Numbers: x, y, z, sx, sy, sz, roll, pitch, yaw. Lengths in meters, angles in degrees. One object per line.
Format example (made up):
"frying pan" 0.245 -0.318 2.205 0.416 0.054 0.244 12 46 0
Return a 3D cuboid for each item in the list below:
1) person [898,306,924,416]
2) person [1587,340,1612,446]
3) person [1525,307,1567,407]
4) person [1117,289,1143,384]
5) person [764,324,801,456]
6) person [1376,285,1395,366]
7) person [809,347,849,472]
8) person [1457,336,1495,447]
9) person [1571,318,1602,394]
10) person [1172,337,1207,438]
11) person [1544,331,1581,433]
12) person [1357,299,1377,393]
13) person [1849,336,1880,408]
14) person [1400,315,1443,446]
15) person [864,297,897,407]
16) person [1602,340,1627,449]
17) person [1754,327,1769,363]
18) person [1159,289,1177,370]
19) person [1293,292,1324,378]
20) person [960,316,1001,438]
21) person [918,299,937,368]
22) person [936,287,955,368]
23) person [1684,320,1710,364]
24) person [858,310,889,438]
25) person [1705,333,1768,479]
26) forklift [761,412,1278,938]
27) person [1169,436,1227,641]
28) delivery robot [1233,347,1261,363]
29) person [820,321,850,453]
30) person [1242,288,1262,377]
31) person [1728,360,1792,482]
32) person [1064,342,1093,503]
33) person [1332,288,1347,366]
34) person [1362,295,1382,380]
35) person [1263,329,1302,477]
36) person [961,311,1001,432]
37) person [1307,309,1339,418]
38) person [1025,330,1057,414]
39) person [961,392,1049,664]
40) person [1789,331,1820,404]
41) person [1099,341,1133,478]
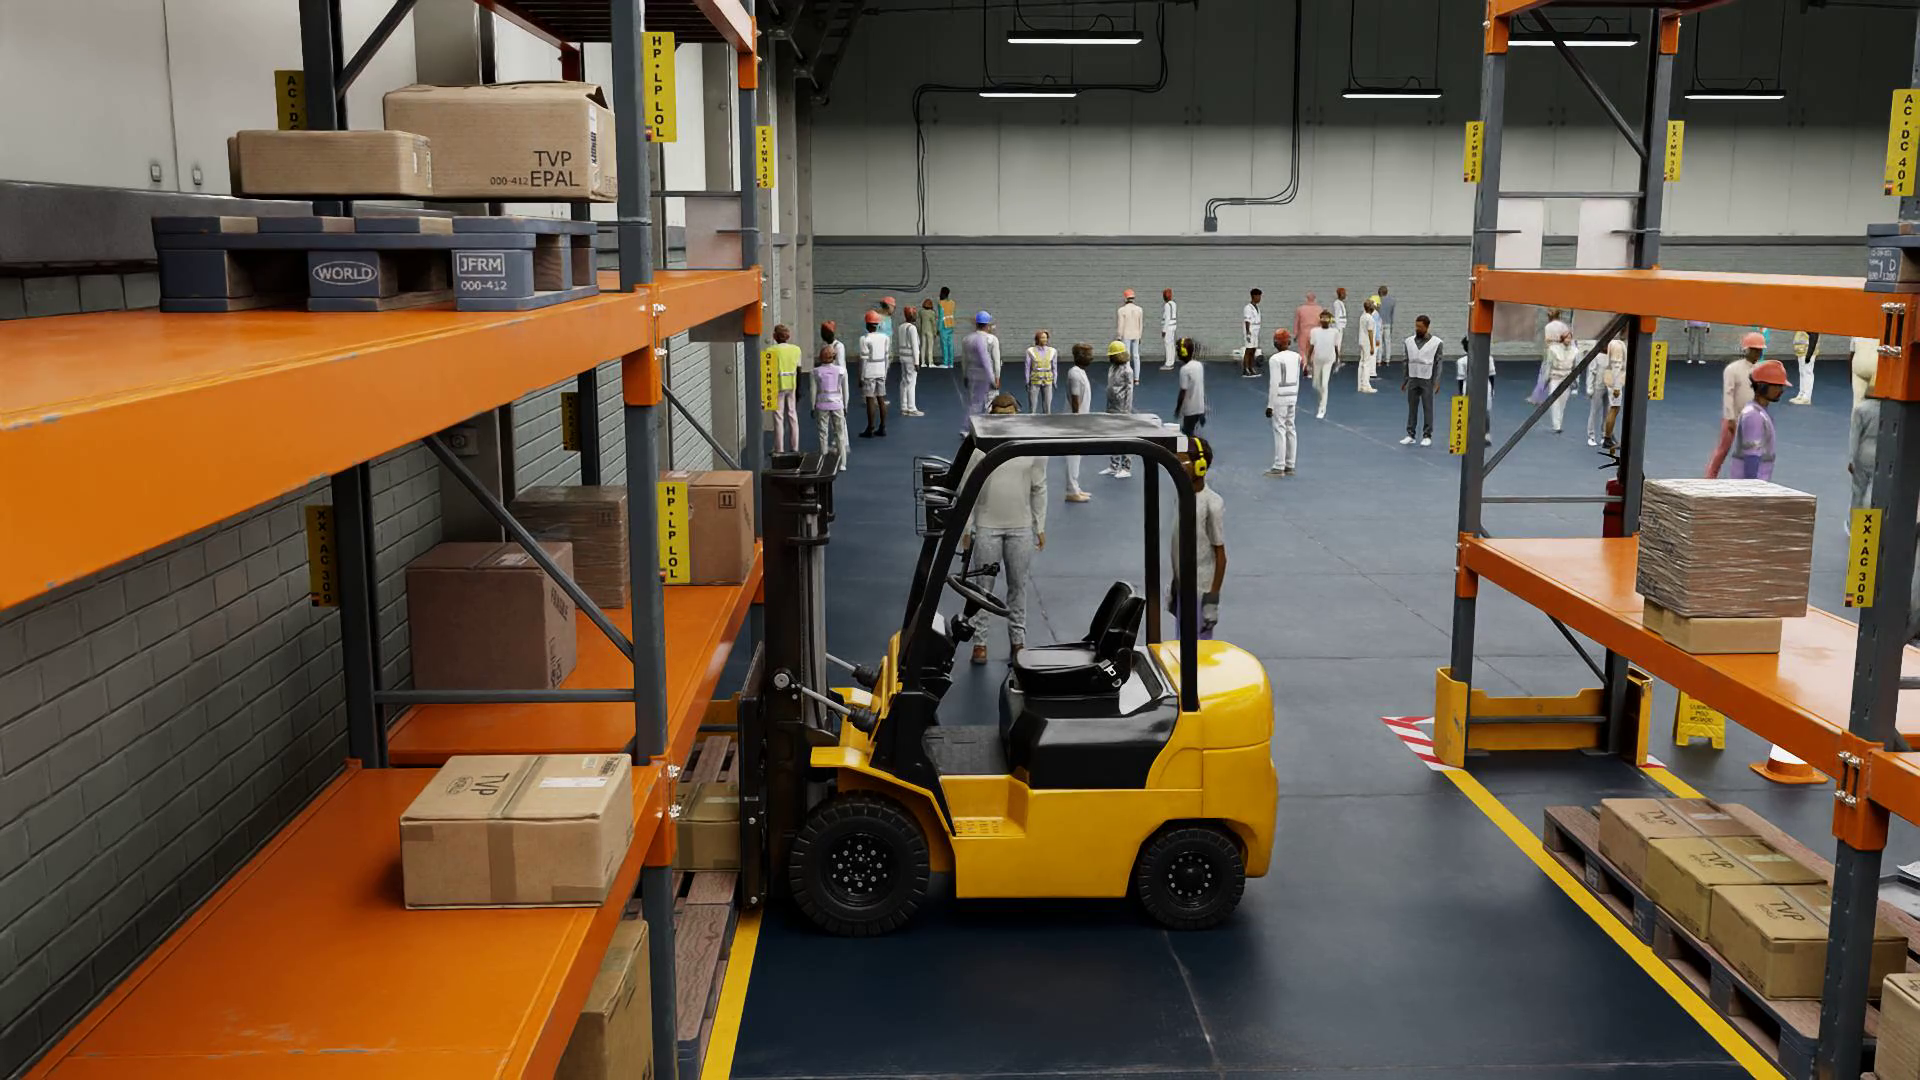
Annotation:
"person" -0.859 -3.069 28.597 0.350 1.882 0.583 -6 12 -29
"person" 9.473 -2.203 24.458 0.500 1.636 0.280 -2 10 -12
"person" 10.711 -3.325 30.234 0.524 1.802 0.909 -5 11 -25
"person" 3.535 -4.236 34.781 0.610 1.996 0.386 -6 12 -28
"person" -2.476 -2.072 23.198 0.594 1.851 0.400 -7 12 -35
"person" 10.167 -5.155 40.059 0.627 1.941 0.374 -4 11 -20
"person" -1.697 -1.691 21.607 0.515 1.636 0.314 -2 10 -10
"person" 7.406 -2.116 23.900 0.574 1.660 0.354 1 10 7
"person" 12.304 -3.820 32.684 0.597 1.916 0.370 2 10 13
"person" 2.754 -1.514 20.029 0.481 1.843 0.540 6 12 29
"person" 9.416 -2.451 25.923 0.521 1.595 0.831 0 10 0
"person" 8.099 -3.844 33.020 0.345 1.847 0.506 -2 10 -8
"person" 14.284 -2.685 26.019 0.685 2.000 0.927 8 13 37
"person" 6.808 -2.354 24.517 0.597 1.915 0.371 9 13 40
"person" -1.457 -3.412 30.214 0.514 1.990 0.763 4 11 22
"person" 9.519 -2.266 24.026 0.389 1.923 0.550 4 11 21
"person" 16.613 -4.109 34.536 0.339 1.835 0.520 6 12 30
"person" 4.881 -4.937 38.994 0.355 1.887 0.574 5 11 24
"person" 7.629 -4.461 36.343 0.674 1.883 0.605 0 10 2
"person" 0.411 -2.423 25.019 0.854 1.878 0.653 2 10 9
"person" -0.763 -4.921 39.609 0.505 1.633 0.279 7 13 36
"person" -0.331 -5.030 39.412 0.385 1.921 0.596 7 12 33
"person" 18.097 -5.281 40.810 0.588 1.923 0.383 6 12 31
"person" -1.336 -2.534 25.451 0.545 1.942 0.351 -10 14 -43
"person" 9.085 -1.443 19.360 0.601 1.954 1.016 -1 10 -7
"forklift" 0.291 0.548 7.580 2.313 2.155 1.214 0 10 -2
"person" 1.365 0.321 9.747 0.330 1.872 0.512 -4 11 -20
"delivery robot" 6.864 -4.449 39.725 0.707 0.478 0.477 -8 13 -37
"person" -1.800 -2.169 23.628 0.377 1.873 0.578 -5 12 -28
"person" 6.482 -4.590 36.864 0.381 1.958 0.605 6 12 31
"person" 6.535 -0.459 13.661 0.414 2.035 0.602 5 12 28
"person" 1.365 -1.359 19.180 0.328 1.842 0.516 2 10 9
"person" 9.135 -5.125 40.048 0.343 1.882 0.585 4 11 21
"person" 8.971 -4.401 36.185 0.403 1.823 0.588 -3 11 -17
"person" 4.117 -1.750 21.245 0.572 1.885 0.358 -9 14 -42
"person" 0.326 -2.453 24.982 0.615 1.945 0.404 5 11 24
"person" 6.205 -3.021 28.411 0.523 1.855 0.699 5 11 24
"person" 1.240 -2.395 25.506 0.521 1.644 0.307 -2 10 -11
"person" 0.317 -0.084 11.815 0.628 1.939 0.375 -1 10 -6
"person" 15.608 -3.423 30.703 0.430 1.839 0.619 3 11 16
"person" 2.005 -1.666 21.188 0.305 1.738 0.484 -6 12 -30
